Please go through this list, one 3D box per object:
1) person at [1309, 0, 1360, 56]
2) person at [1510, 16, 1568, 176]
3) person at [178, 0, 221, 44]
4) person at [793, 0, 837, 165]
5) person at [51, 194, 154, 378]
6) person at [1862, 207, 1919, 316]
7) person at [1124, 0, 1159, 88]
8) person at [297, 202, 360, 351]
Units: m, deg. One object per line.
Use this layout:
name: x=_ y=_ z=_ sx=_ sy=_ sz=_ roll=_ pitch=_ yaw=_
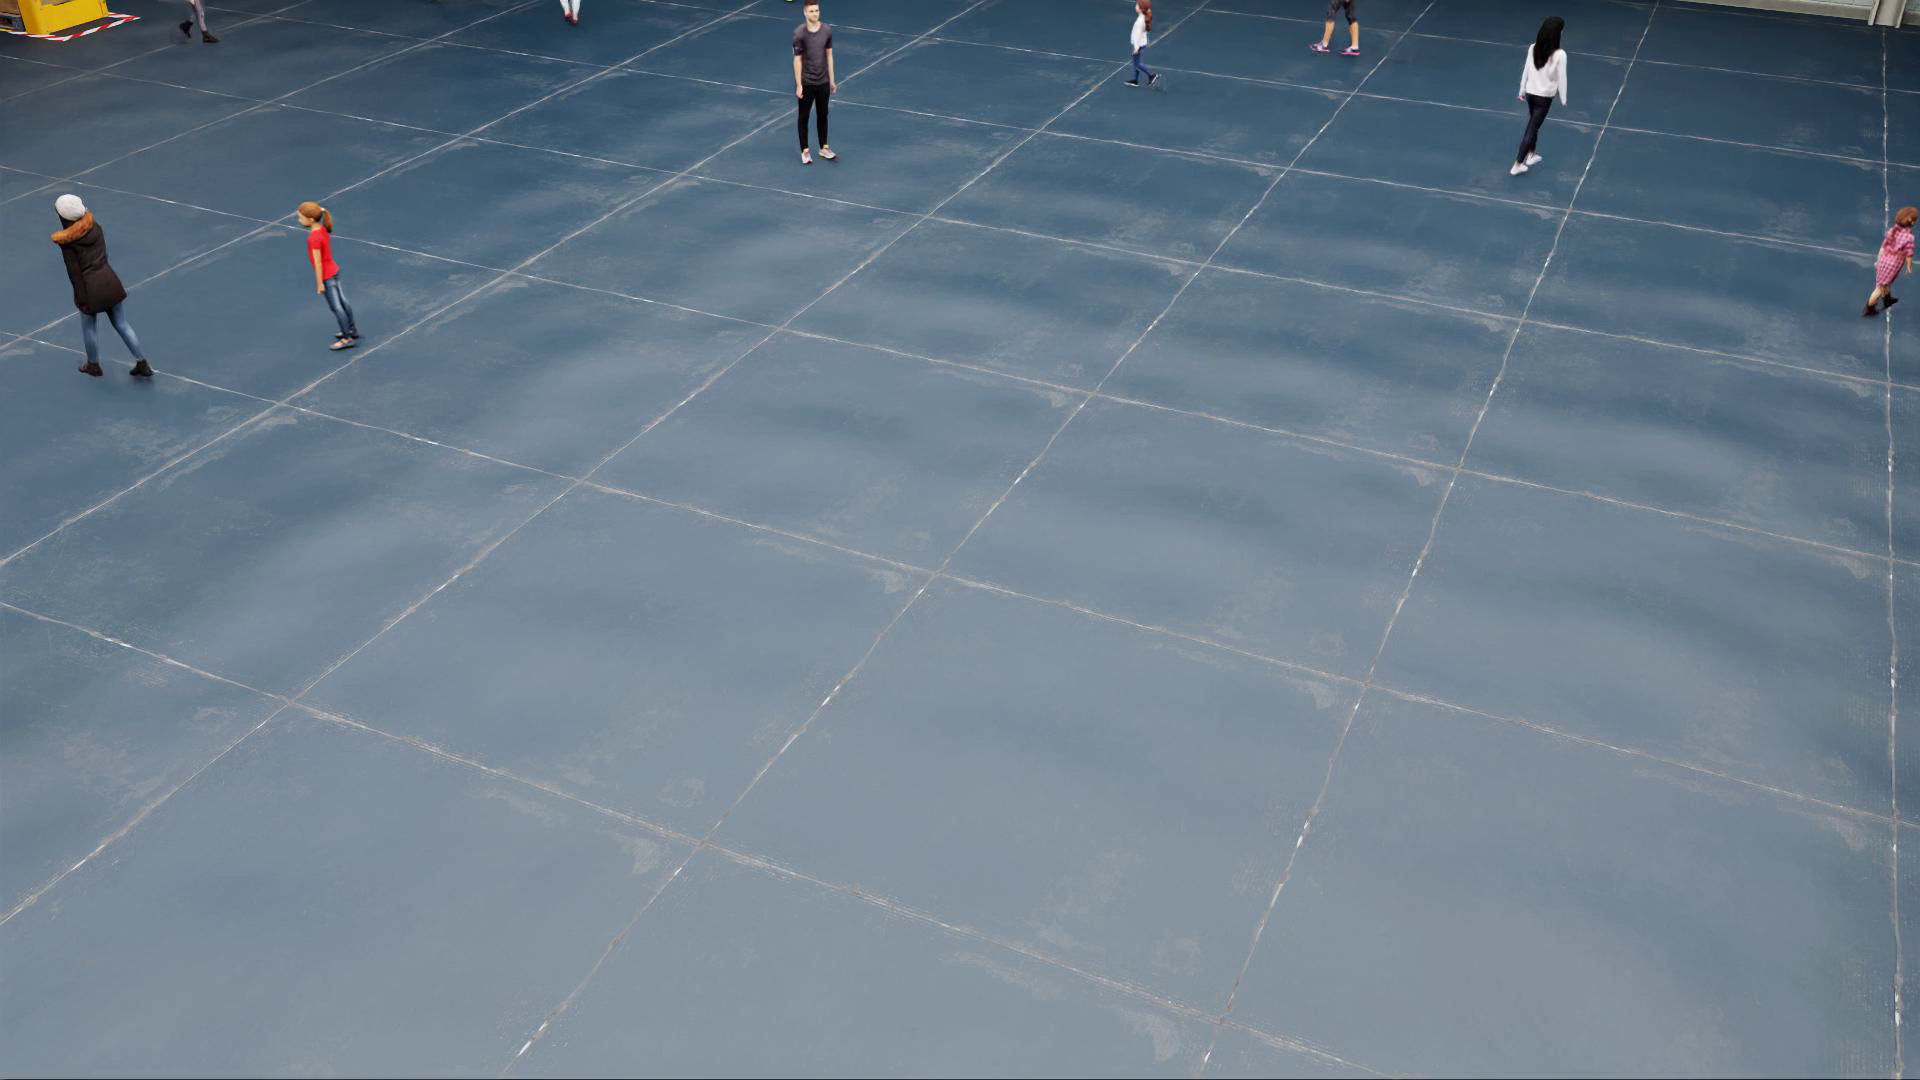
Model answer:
person: x=5.147 y=-7.164 z=21.645 sx=0.883 sy=1.707 sz=0.606 roll=12 pitch=34 yaw=18
person: x=6.152 y=-4.734 z=17.820 sx=0.895 sy=1.678 sz=0.878 roll=-21 pitch=38 yaw=-29
person: x=-10.320 y=-7.296 z=22.265 sx=0.836 sy=1.269 sz=0.701 roll=-2 pitch=32 yaw=-3
person: x=-1.596 y=-5.034 z=18.215 sx=0.716 sy=1.764 sz=0.736 roll=-18 pitch=36 yaw=-26
person: x=-7.014 y=-2.048 z=13.628 sx=0.895 sy=1.609 sz=0.622 roll=14 pitch=35 yaw=21
person: x=8.297 y=-2.476 z=14.871 sx=0.711 sy=1.006 sz=0.659 roll=-11 pitch=34 yaw=-17
person: x=2.273 y=-6.156 z=20.617 sx=0.671 sy=1.100 sz=0.486 roll=10 pitch=34 yaw=16
person: x=-5.419 y=-2.284 z=14.286 sx=0.593 sy=1.305 sz=0.559 roll=-4 pitch=32 yaw=-6
